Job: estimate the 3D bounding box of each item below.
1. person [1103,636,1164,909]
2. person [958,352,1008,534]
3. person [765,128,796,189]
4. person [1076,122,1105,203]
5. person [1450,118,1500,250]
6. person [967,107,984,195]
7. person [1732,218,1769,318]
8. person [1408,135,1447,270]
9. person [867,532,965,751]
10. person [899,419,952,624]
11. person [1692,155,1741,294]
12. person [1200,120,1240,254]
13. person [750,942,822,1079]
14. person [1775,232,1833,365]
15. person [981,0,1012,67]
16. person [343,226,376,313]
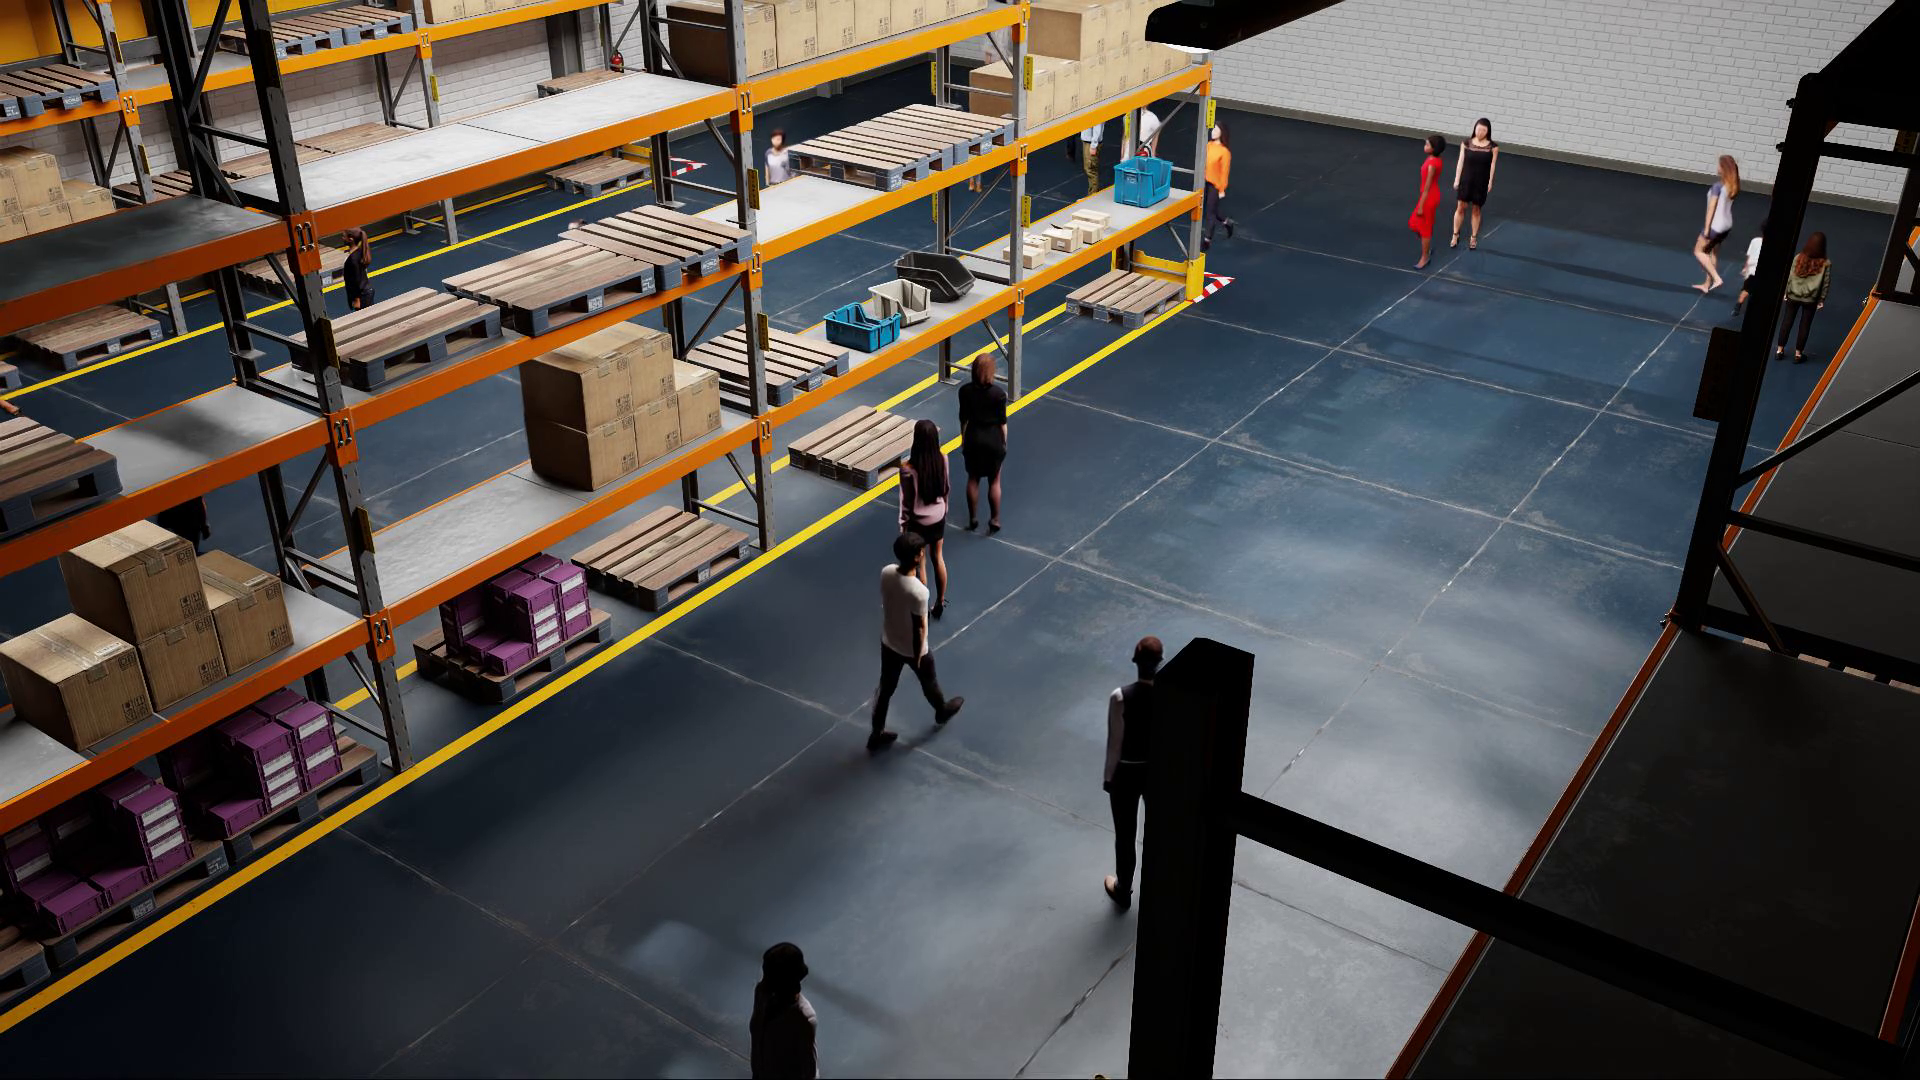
[{"bbox_3d":[1.130,1.437,10.334,0.728,1.938,0.795,-6,29,-10],"label":"person"},{"bbox_3d":[0.208,-0.858,14.785,0.651,1.704,0.621,7,29,12],"label":"person"},{"bbox_3d":[-2.338,-4.680,21.959,0.768,1.545,0.879,4,29,8],"label":"person"},{"bbox_3d":[1.856,-5.556,23.286,0.822,1.811,0.735,-2,29,-4],"label":"person"},{"bbox_3d":[6.710,-4.653,21.728,0.705,1.719,0.679,10,30,18],"label":"person"},{"bbox_3d":[0.206,-5.663,24.089,0.730,1.231,0.825,0,29,-1],"label":"person"},{"bbox_3d":[9.326,-3.153,19.468,0.697,1.249,0.573,-23,36,-36],"label":"person"},{"bbox_3d":[5.977,-4.232,20.942,0.768,1.733,0.682,6,29,11],"label":"person"},{"bbox_3d":[-0.458,0.750,11.868,0.730,1.676,1.116,25,37,37],"label":"person"},{"bbox_3d":[-0.268,-0.135,13.349,0.599,1.812,0.746,-17,33,-28],"label":"person"},{"bbox_3d":[9.225,-3.764,20.108,0.786,1.710,0.844,-14,32,-24],"label":"person"},{"bbox_3d":[3.366,-4.595,21.609,1.014,1.730,0.895,-11,31,-20],"label":"person"},{"bbox_3d":[-0.848,2.685,8.219,0.614,1.774,0.579,24,37,37],"label":"person"},{"bbox_3d":[9.320,-2.684,18.373,0.589,1.475,0.500,20,34,32],"label":"person"},{"bbox_3d":[0.745,-8.782,29.262,0.928,1.753,0.851,-21,35,-33],"label":"person"},{"bbox_3d":[-6.611,-2.735,18.383,0.707,1.556,0.641,-2,29,-4],"label":"person"}]
